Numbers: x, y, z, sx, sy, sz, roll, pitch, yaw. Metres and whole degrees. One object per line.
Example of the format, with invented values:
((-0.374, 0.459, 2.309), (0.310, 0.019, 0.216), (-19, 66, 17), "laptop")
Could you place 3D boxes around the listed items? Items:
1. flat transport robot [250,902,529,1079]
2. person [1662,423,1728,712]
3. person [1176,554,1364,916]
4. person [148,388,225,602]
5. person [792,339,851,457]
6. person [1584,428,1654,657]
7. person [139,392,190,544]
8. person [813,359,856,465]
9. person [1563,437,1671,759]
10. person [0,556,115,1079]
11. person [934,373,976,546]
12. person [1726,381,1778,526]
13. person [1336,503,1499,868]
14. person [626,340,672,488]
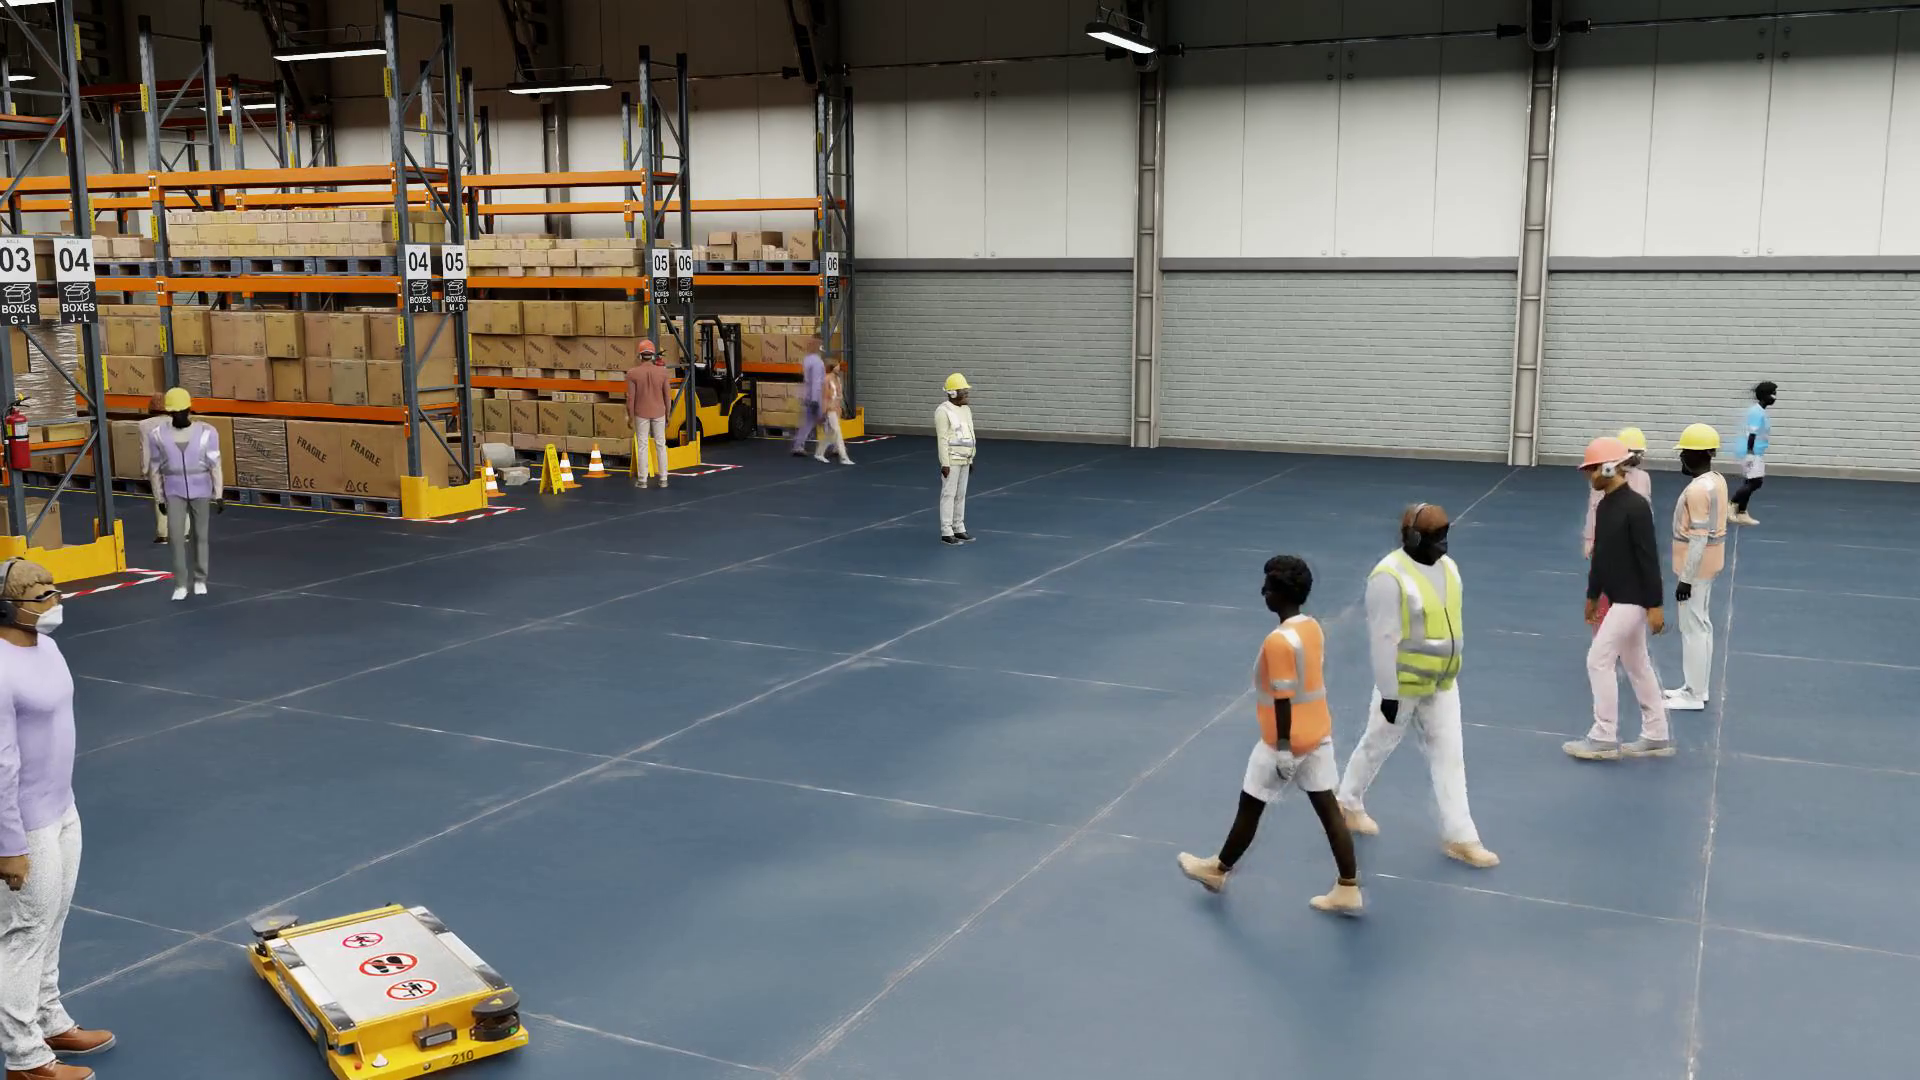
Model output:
((-2.299, 1.749, 6.600), (0.652, 0.197, 1.431), (-7, 11, -36), "flat transport robot")
((4.909, 0.182, 11.138), (0.369, 1.925, 0.594), (6, 11, 33), "person")
((1.477, 0.886, 7.649), (0.912, 1.641, 0.543), (6, 11, 34), "person")
((-6.880, -0.401, 14.821), (0.599, 1.887, 0.868), (-4, 10, -21), "person")
((-2.229, -2.222, 26.150), (0.935, 1.850, 0.714), (-4, 10, -22), "person")
((5.062, 0.019, 12.662), (0.555, 1.745, 0.550), (-4, 10, -22), "person")
((-8.551, -0.774, 17.905), (0.509, 1.632, 0.267), (-9, 13, -43), "person")
((-1.927, -1.945, 25.179), (0.771, 1.606, 0.532), (3, 10, 20), "person")
((3.973, 0.355, 10.044), (0.780, 1.937, 0.617), (1, 9, 7), "person")
((-3.343, 1.015, 6.003), (0.356, 1.938, 0.638), (-2, 9, -12), "person")
((-0.032, -0.867, 17.853), (0.404, 1.837, 0.590), (5, 11, 28), "person")
((9.062, -0.987, 19.055), (0.442, 1.674, 0.551), (5, 11, 30), "person")
((2.283, 0.695, 8.423), (0.643, 1.796, 0.970), (-6, 11, -34), "person")
((-4.189, -1.691, 22.420), (0.608, 1.995, 0.377), (-4, 10, -22), "person")
